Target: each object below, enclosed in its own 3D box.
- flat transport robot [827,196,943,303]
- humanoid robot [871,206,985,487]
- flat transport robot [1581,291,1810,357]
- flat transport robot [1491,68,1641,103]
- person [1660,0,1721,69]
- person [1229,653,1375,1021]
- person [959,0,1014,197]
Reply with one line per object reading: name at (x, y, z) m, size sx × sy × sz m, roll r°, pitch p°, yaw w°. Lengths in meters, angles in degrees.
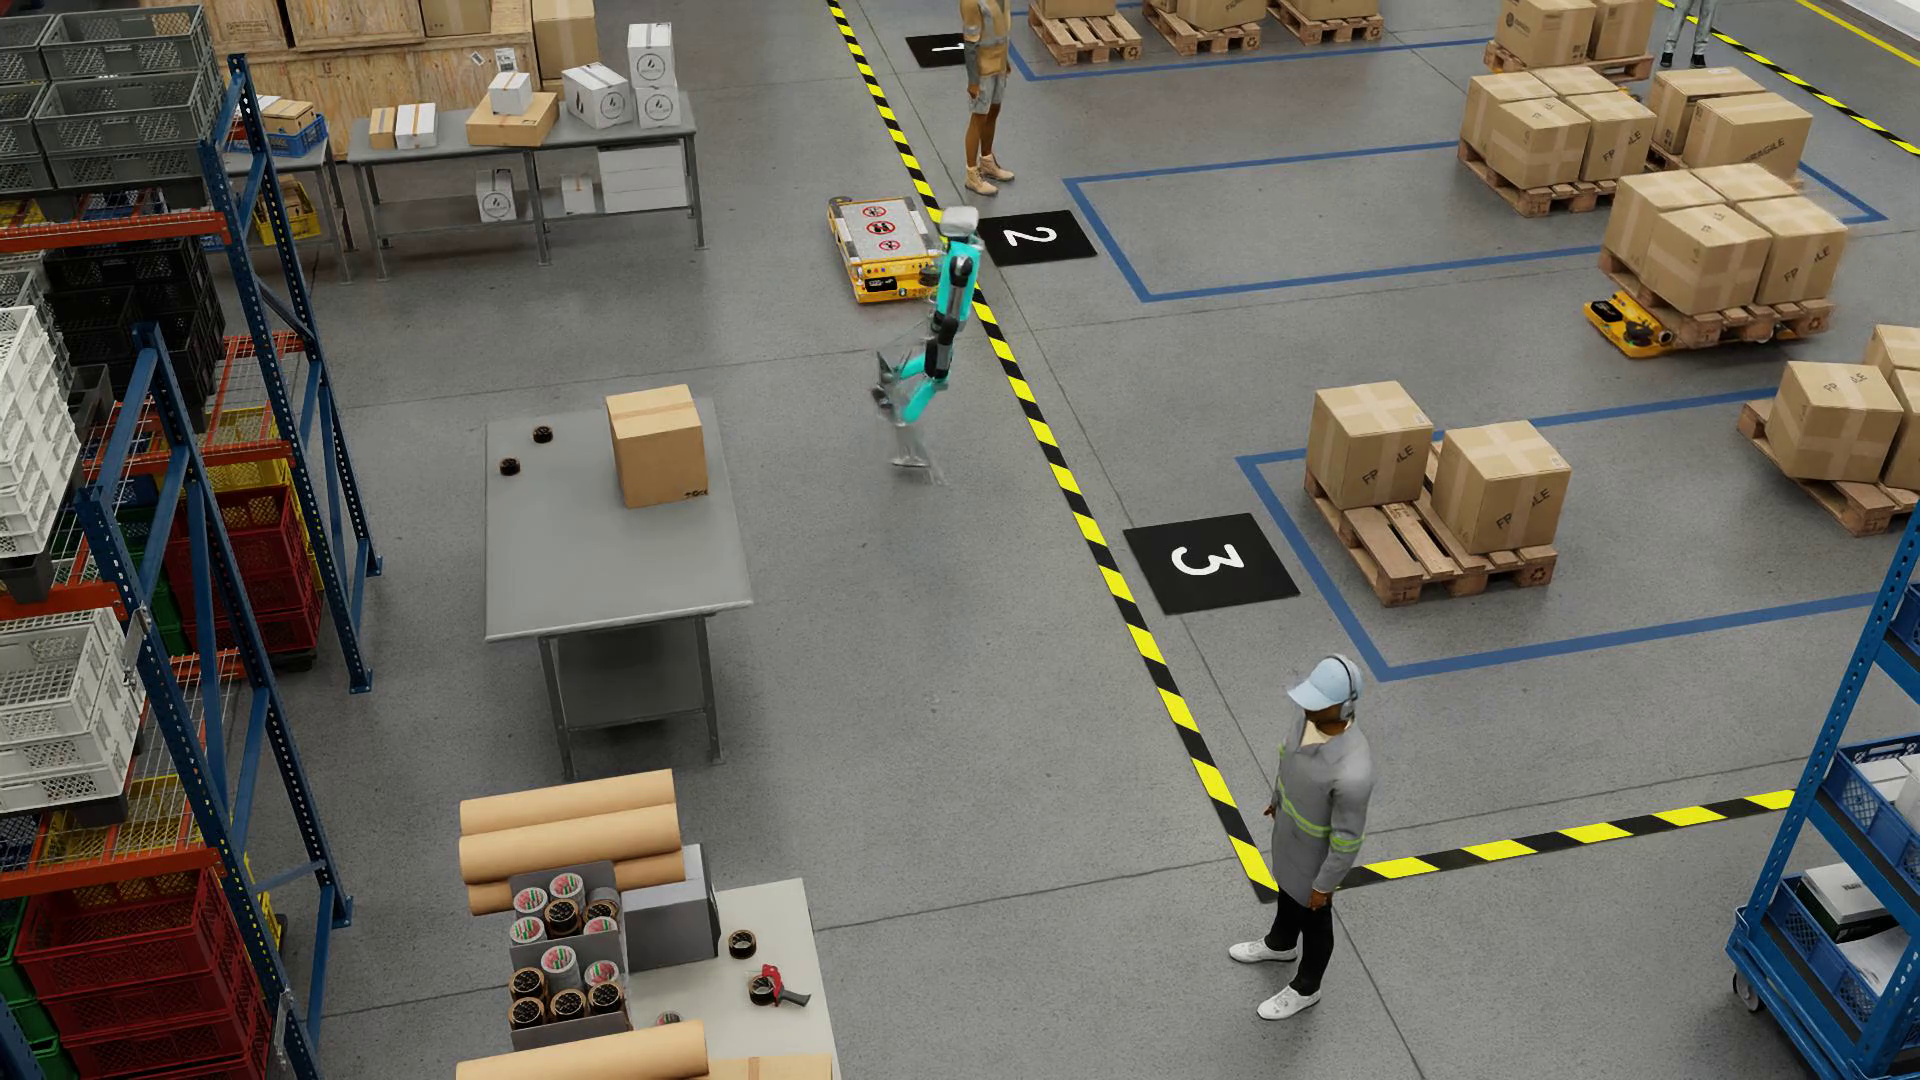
flat transport robot at (-0.570, -2.220, 12.538) m, size 0.659 × 0.231 × 1.431 m, roll -8°, pitch 37°, yaw -10°
humanoid robot at (-0.261, -1.108, 9.843) m, size 0.787 × 1.814 × 0.557 m, roll 2°, pitch 37°, yaw 3°
flat transport robot at (5.198, -1.600, 11.681) m, size 1.431 × 0.197 × 0.652 m, roll -8°, pitch 37°, yaw -10°
flat transport robot at (5.495, -4.139, 15.093) m, size 0.652 × 0.197 × 1.431 m, roll -10°, pitch 38°, yaw -13°
person at (6.908, -5.270, 15.332) m, size 0.588 × 1.825 × 0.403 m, roll 7°, pitch 37°, yaw 9°
person at (1.376, 1.179, 6.642) m, size 0.368 × 1.852 × 0.589 m, roll -8°, pitch 37°, yaw -10°
person at (0.243, -3.736, 13.092) m, size 0.370 × 2.040 × 0.615 m, roll 18°, pitch 40°, yaw 23°
